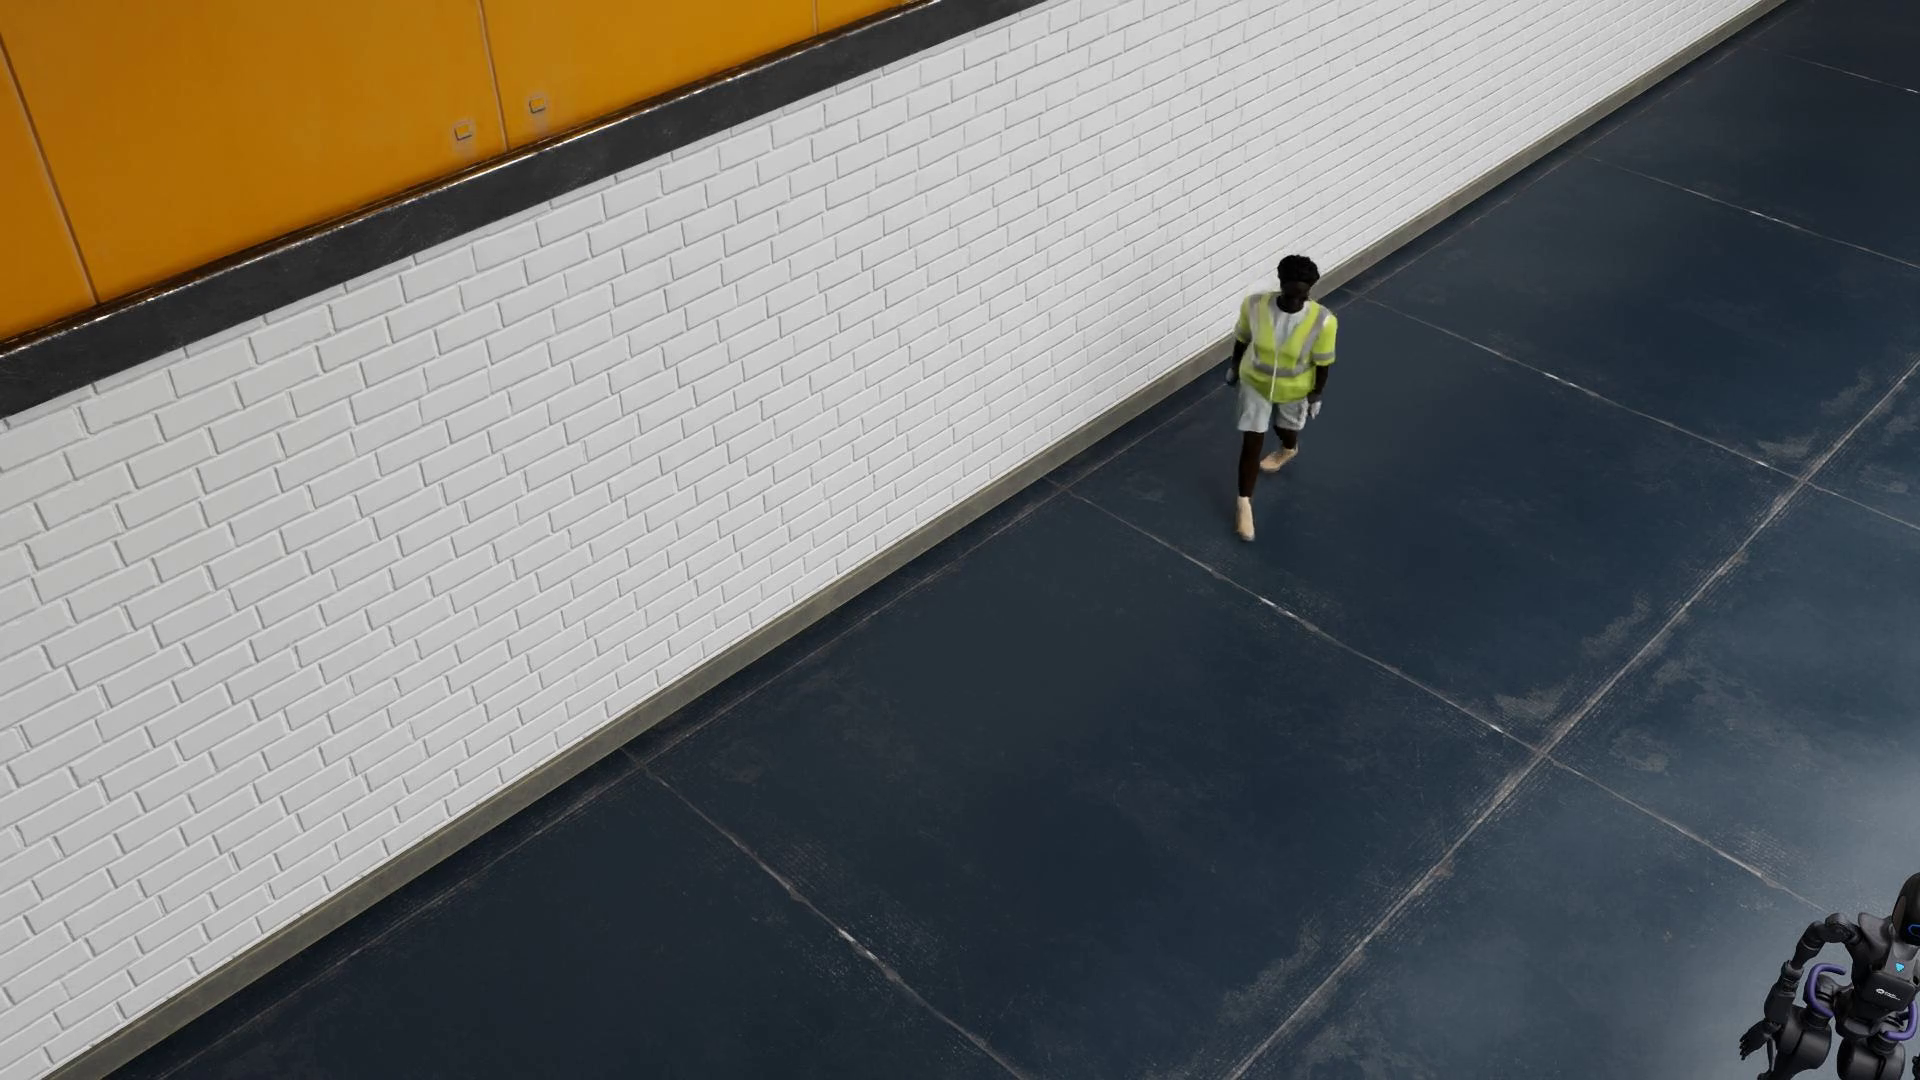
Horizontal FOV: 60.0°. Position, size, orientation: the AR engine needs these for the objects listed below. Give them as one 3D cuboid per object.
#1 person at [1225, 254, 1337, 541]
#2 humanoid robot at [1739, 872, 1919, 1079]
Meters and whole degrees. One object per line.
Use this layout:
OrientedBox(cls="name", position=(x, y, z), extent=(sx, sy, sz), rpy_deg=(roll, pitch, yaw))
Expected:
OrientedBox(cls="person", position=(1.708, -0.877, 8.908), extent=(0.560, 1.648, 0.812), rpy_deg=(11, 40, 13))
OrientedBox(cls="humanoid robot", position=(3.020, 1.701, 5.654), extent=(0.599, 1.657, 0.315), rpy_deg=(17, 42, 20))
